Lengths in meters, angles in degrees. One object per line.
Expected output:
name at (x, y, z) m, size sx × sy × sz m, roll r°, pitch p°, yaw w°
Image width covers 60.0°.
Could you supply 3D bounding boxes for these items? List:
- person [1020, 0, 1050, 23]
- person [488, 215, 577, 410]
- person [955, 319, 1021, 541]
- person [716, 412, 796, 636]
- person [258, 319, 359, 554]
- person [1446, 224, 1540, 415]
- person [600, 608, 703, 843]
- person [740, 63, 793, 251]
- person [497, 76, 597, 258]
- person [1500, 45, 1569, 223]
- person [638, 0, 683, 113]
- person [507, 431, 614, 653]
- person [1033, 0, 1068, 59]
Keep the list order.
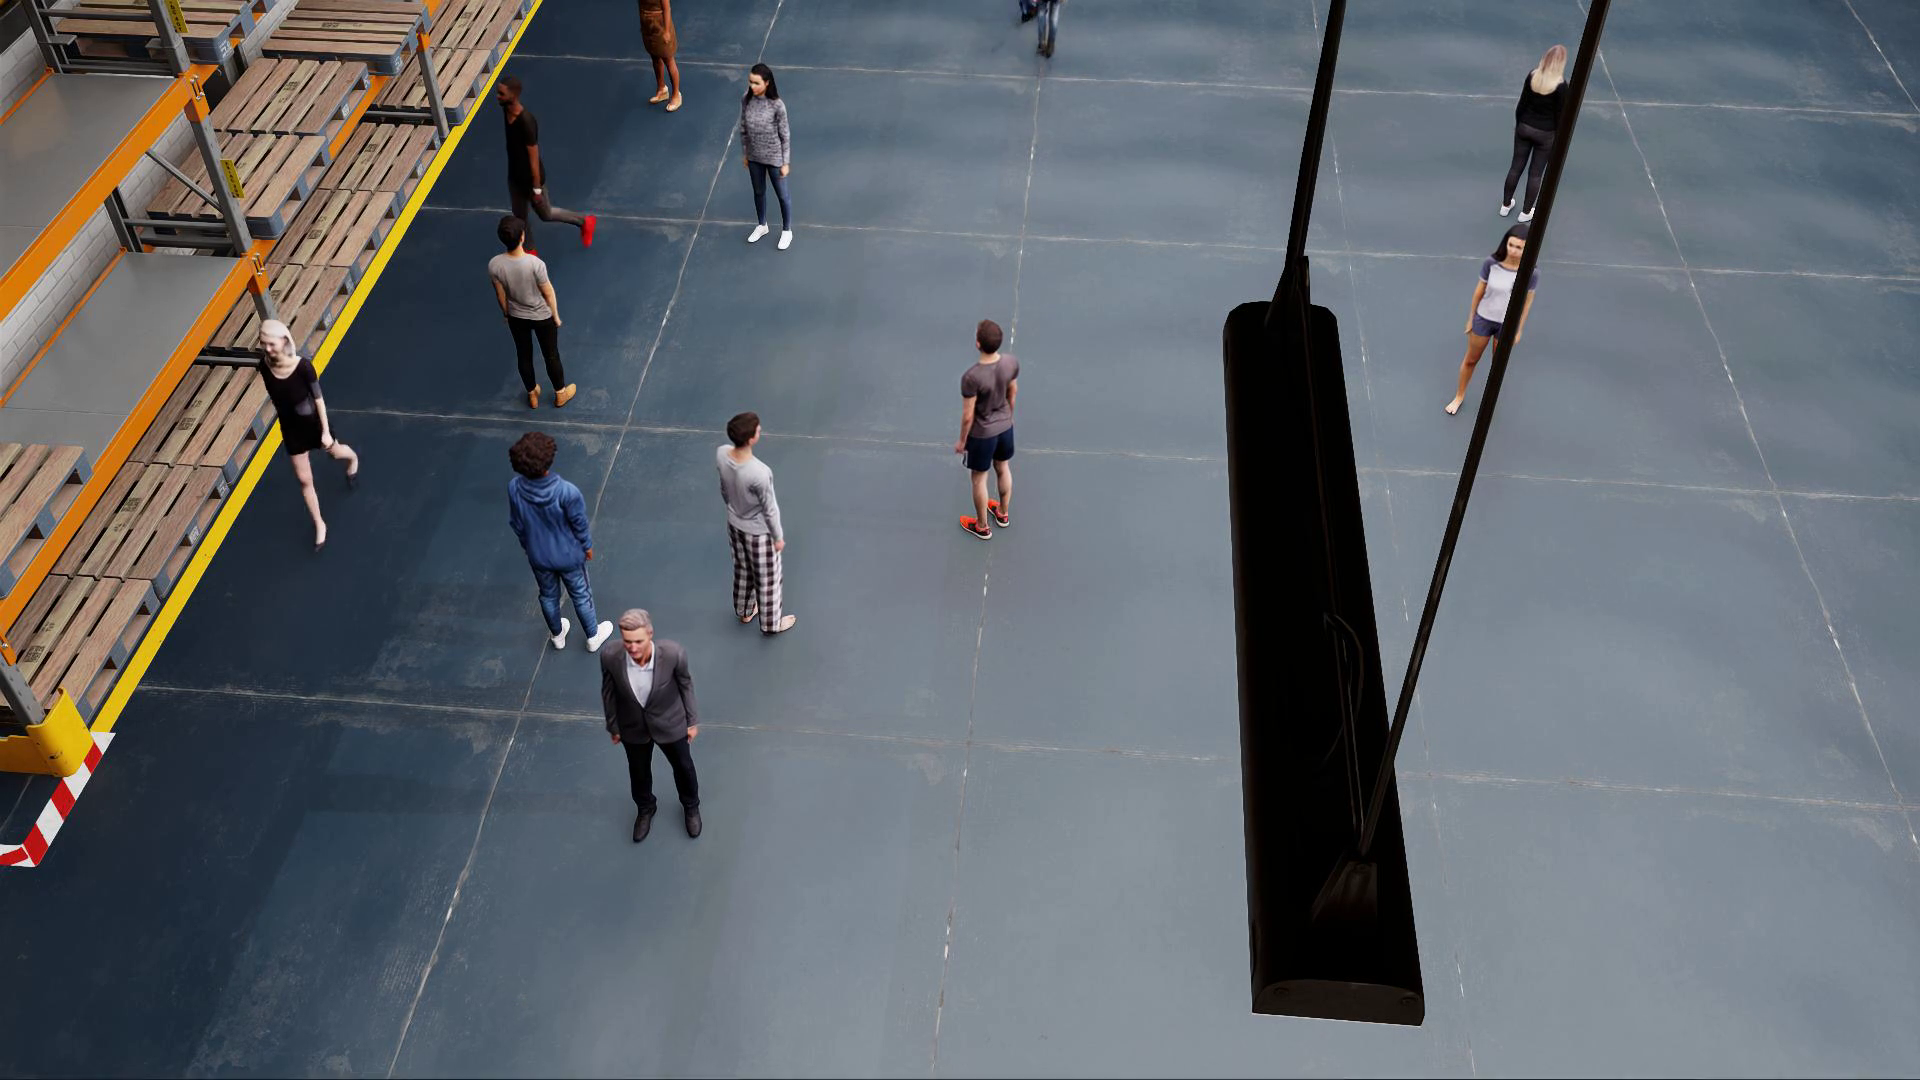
person at (0.742, -6.399, 17.697) m, size 0.804 × 1.874 × 0.824 m, roll 28°, pitch 50°, yaw 26°
person at (-3.355, -1.768, 12.945) m, size 0.606 × 1.722 × 0.516 m, roll 2°, pitch 44°, yaw 2°
person at (0.206, -0.783, 11.816) m, size 0.723 × 1.853 × 0.773 m, roll -28°, pitch 50°, yaw -26°
person at (-1.387, -0.103, 11.107) m, size 0.706 × 1.847 × 0.725 m, roll 30°, pitch 51°, yaw 28°
person at (-4.649, -0.861, 11.944) m, size 0.616 × 1.790 × 1.165 m, roll 1°, pitch 44°, yaw 1°
person at (4.147, -1.689, 12.853) m, size 0.642 × 1.734 × 0.611 m, roll 16°, pitch 46°, yaw 17°
person at (-1.825, 1.079, 9.870) m, size 0.748 × 1.842 × 0.661 m, roll -4°, pitch 44°, yaw -4°
person at (-1.696, -3.391, 14.641) m, size 0.669 × 1.733 × 0.627 m, roll 16°, pitch 46°, yaw 16°
person at (-3.643, -3.179, 14.385) m, size 1.163 × 1.779 × 1.122 m, roll -28°, pitch 50°, yaw -26°
person at (5.173, -3.649, 14.946) m, size 0.686 × 1.687 × 0.720 m, roll 32°, pitch 52°, yaw 29°
person at (-2.987, -5.056, 16.420) m, size 0.650 × 1.689 × 0.685 m, roll 32°, pitch 52°, yaw 29°
person at (-2.678, 0.031, 10.993) m, size 0.680 × 1.809 × 0.560 m, roll 5°, pitch 44°, yaw 6°
person at (0.933, -5.655, 17.326) m, size 0.527 × 1.307 × 0.496 m, roll 4°, pitch 44°, yaw 4°
